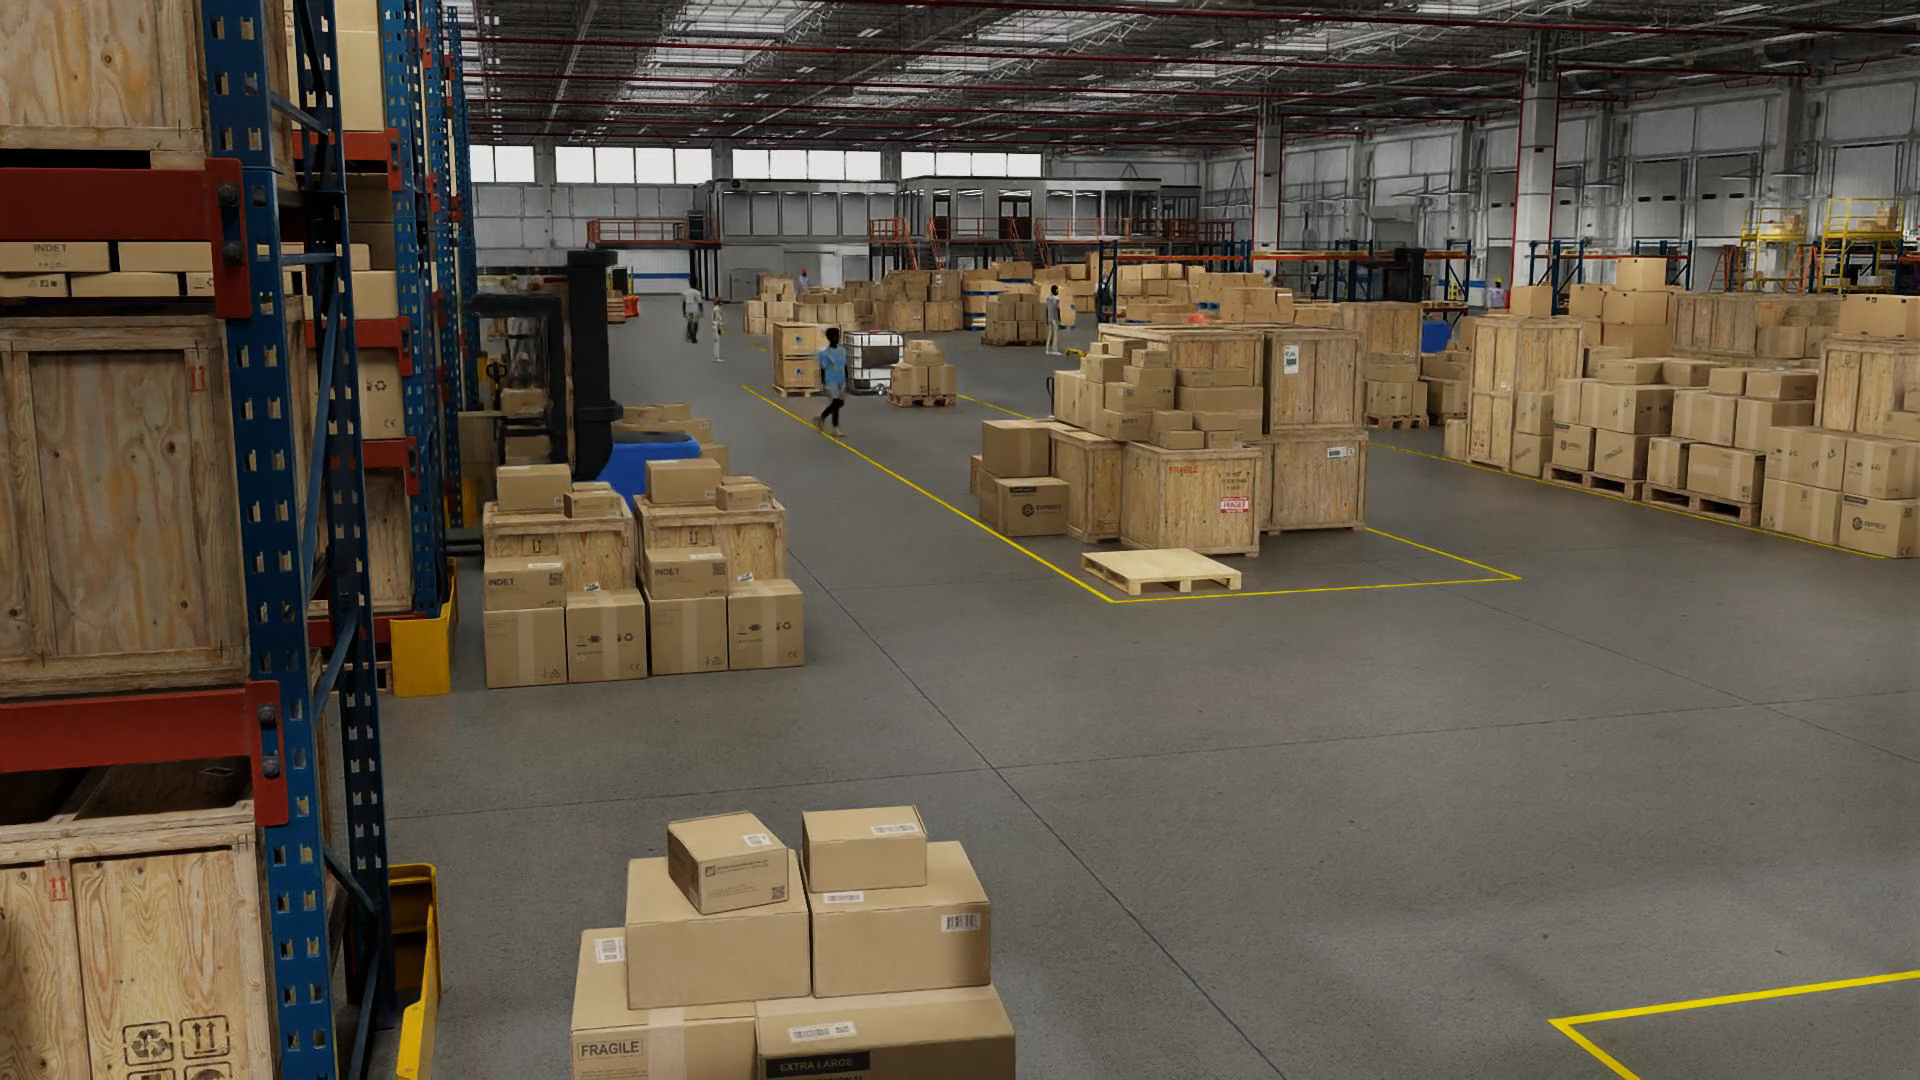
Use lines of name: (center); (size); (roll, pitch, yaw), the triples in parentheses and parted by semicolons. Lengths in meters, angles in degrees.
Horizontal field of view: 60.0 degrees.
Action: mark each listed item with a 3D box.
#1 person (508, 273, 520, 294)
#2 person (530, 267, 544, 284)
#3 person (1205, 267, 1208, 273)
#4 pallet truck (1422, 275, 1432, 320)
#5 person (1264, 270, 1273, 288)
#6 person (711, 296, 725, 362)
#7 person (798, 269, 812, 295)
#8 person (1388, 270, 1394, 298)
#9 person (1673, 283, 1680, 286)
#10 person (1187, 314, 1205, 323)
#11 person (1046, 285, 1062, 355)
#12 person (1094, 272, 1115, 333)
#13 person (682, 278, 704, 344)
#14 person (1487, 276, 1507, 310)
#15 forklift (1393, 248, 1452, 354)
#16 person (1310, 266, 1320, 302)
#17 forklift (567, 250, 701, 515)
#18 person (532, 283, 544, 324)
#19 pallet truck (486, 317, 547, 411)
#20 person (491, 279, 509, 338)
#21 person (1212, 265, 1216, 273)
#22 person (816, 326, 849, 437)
person: (-19.142, -10.597, 71.421); (0.510, 1.725, 0.377); (-3, 10, -14)
person: (-18.575, -10.984, 73.024); (0.635, 1.956, 1.002); (-1, 10, -3)
person: (11.413, -11.684, 77.095); (0.394, 1.913, 0.592); (9, 13, 41)
pallet truck: (14.620, -7.324, 52.145); (0.823, 1.965, 1.885); (8, 13, 40)
person: (12.865, -10.362, 69.638); (0.984, 1.908, 0.611); (-7, 12, -36)
person: (-6.019, -5.234, 41.358); (0.315, 1.629, 0.508); (-1, 10, -8)
person: (-6.721, -10.788, 72.006); (0.579, 1.903, 0.716); (1, 10, 6)
person: (20.320, -11.831, 78.133); (0.820, 1.844, 0.510); (9, 14, 43)
person: (20.658, -6.512, 48.042); (0.653, 1.822, 0.519); (4, 11, 20)
person: (3.150, -2.078, 22.554); (0.645, 1.950, 0.950); (-6, 12, -30)
person: (2.485, -5.830, 44.093); (0.320, 1.859, 0.513); (-9, 13, -41)
person: (4.753, -7.865, 55.085); (0.698, 2.000, 0.690); (2, 10, 14)
person: (-7.865, -6.765, 49.103); (0.650, 1.950, 0.476); (3, 10, 17)
person: (17.544, -7.671, 54.378); (0.592, 1.905, 0.815); (2, 10, 12)
forklift: (10.549, -5.471, 39.155); (1.873, 2.768, 1.129); (-3, 10, -15)
person: (17.722, -12.748, 83.126); (0.391, 1.911, 0.584); (-7, 12, -35)
forklift: (-3.390, -1.277, 15.404); (1.873, 2.768, 1.129); (-3, 10, -15)
person: (-14.785, -8.127, 57.850); (0.859, 1.587, 0.507); (5, 11, 25)
pallet truck: (-6.242, -2.418, 24.362); (0.823, 1.965, 1.885); (1, 10, 3)
person: (-14.376, -7.297, 52.386); (0.974, 1.864, 0.641); (-2, 10, -9)
person: (14.429, -14.861, 95.393); (0.430, 1.828, 0.643); (6, 11, 29)
person: (-1.958, -2.404, 25.184); (0.644, 1.673, 0.537); (8, 13, 37)
